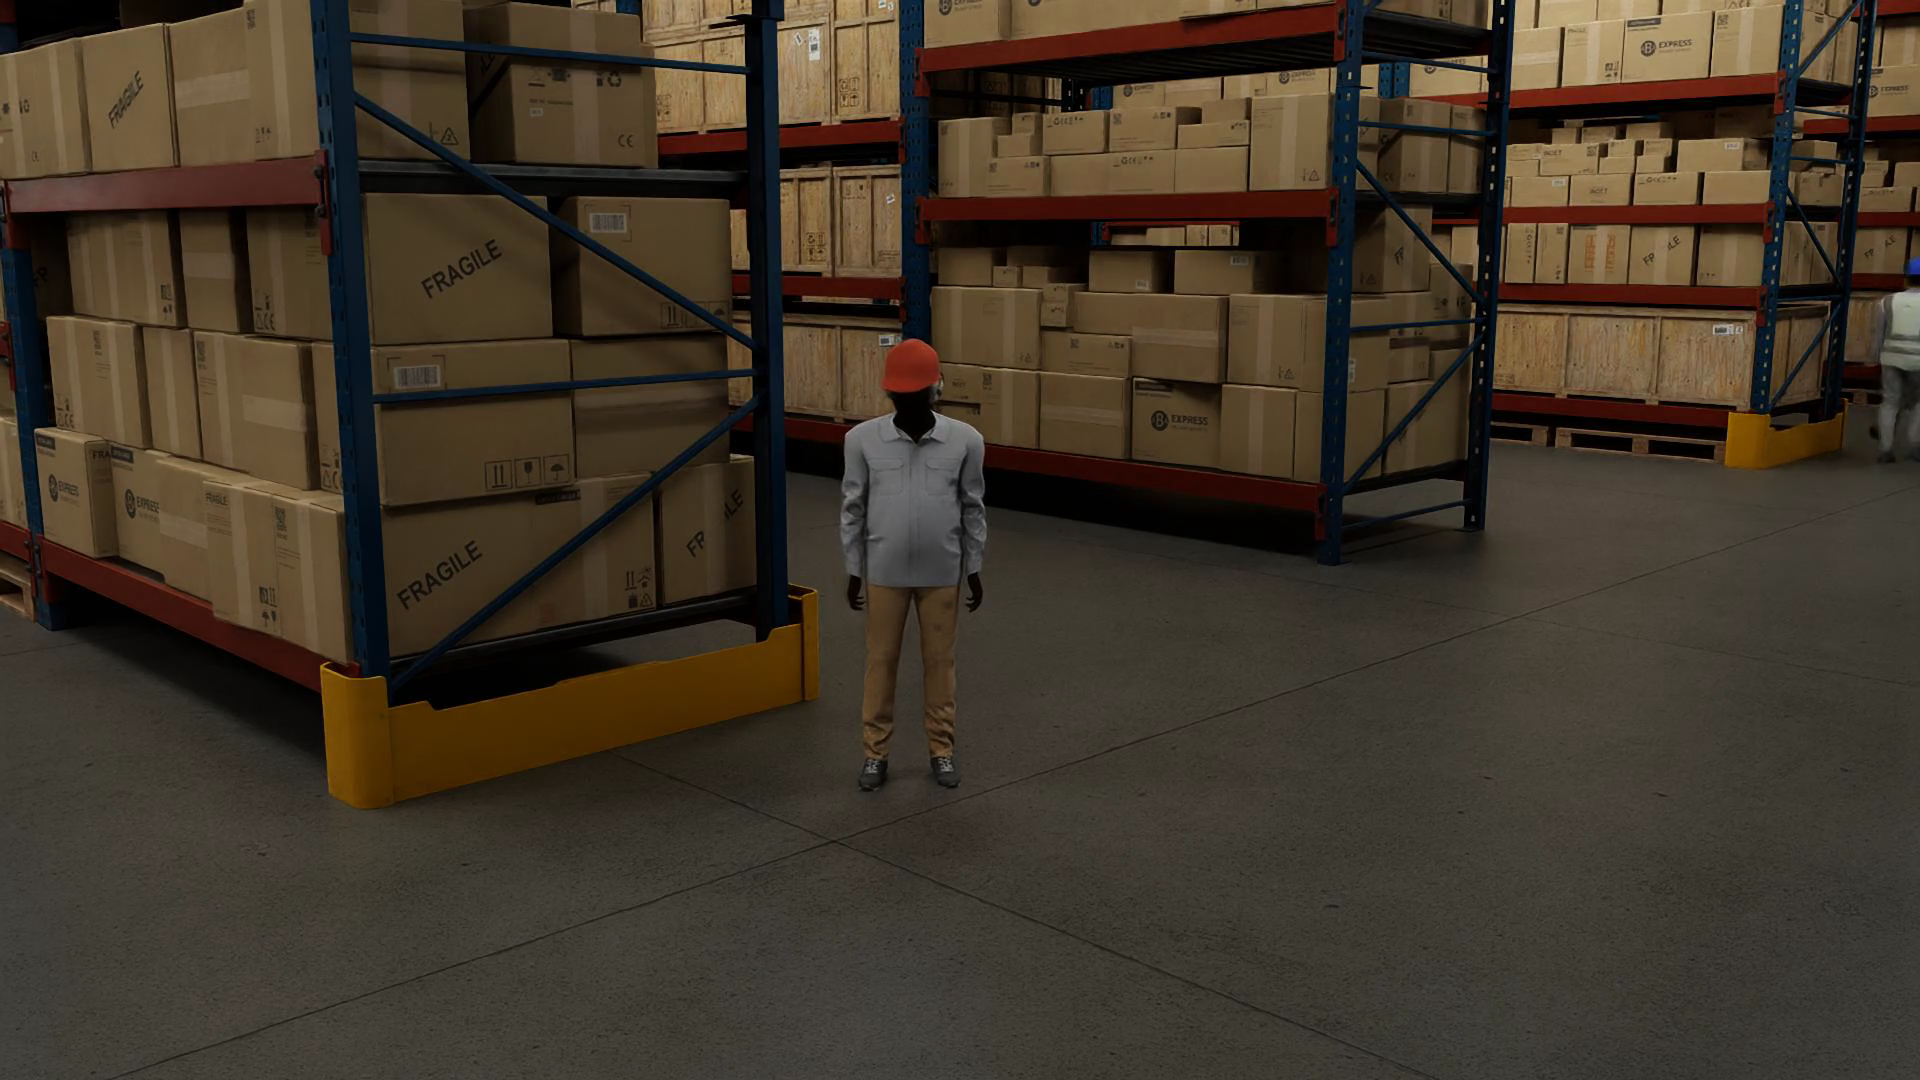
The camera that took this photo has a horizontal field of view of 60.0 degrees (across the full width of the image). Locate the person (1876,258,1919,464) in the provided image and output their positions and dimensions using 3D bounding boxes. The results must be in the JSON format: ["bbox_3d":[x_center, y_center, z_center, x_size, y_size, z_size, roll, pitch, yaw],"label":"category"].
[{"bbox_3d":[8.904,-1.672,15.589,0.689,1.924,0.618,-10,14,-42],"label":"person"}]

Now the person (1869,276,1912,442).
[{"bbox_3d":[9.605,-1.792,16.668,0.620,1.771,0.988,-1,10,-6],"label":"person"}]

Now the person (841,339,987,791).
[{"bbox_3d":[-0.173,0.102,6.390,0.563,1.744,0.347,-1,10,-3],"label":"person"}]
